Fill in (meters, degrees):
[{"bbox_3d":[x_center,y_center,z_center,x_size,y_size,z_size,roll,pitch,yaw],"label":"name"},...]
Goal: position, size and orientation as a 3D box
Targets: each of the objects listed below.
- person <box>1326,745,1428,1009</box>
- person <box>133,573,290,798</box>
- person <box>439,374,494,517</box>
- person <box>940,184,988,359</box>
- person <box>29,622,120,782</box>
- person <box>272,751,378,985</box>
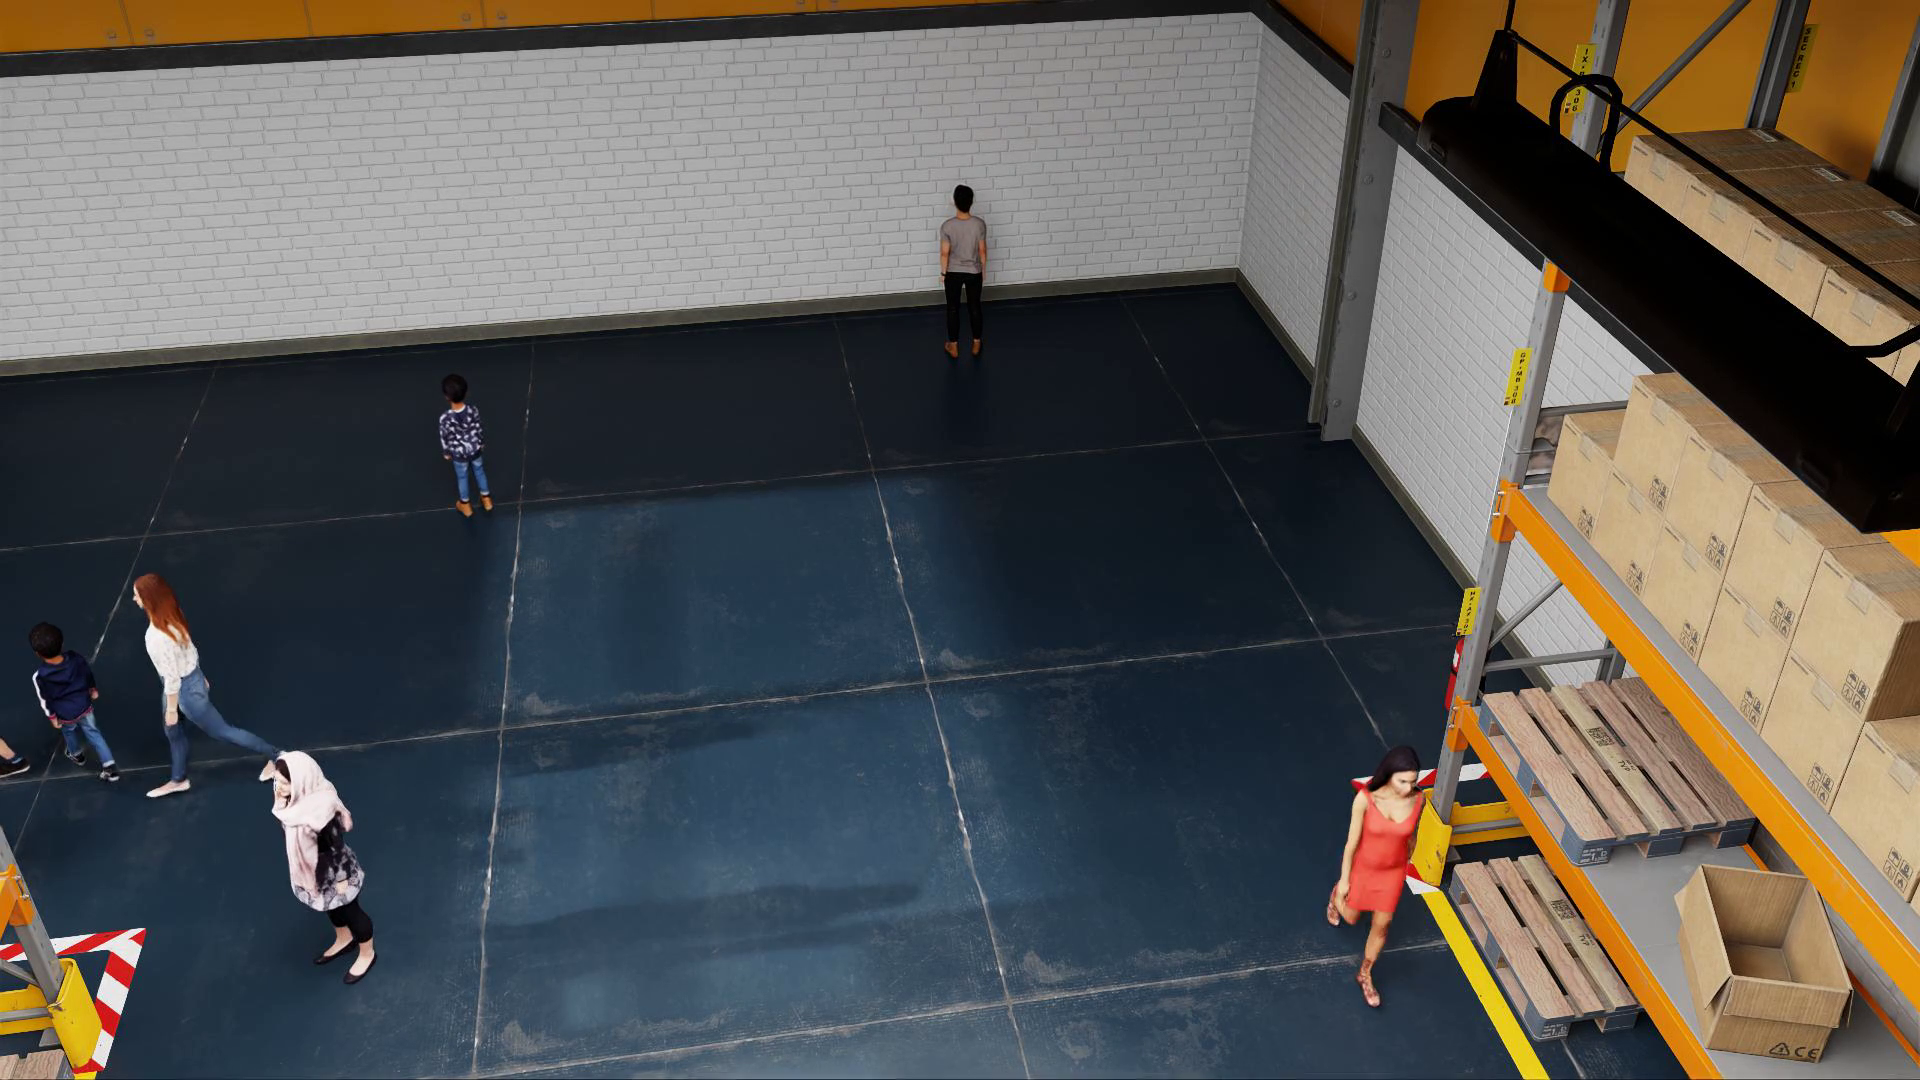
[{"bbox_3d":[2.295,1.790,9.324,0.629,1.702,0.946,-4,34,-5],"label":"person"},{"bbox_3d":[-4.826,0.936,10.612,0.818,1.698,1.130,-14,36,-20],"label":"person"},{"bbox_3d":[-4.055,-0.781,13.602,0.573,1.249,0.596,-21,39,-28],"label":"person"},{"bbox_3d":[0.032,-2.571,15.865,0.604,1.725,0.520,-5,34,-7],"label":"person"},{"bbox_3d":[-5.766,1.084,10.837,0.910,1.202,0.815,26,42,33],"label":"person"},{"bbox_3d":[-3.574,1.814,9.348,0.748,1.635,0.809,22,39,29],"label":"person"}]
